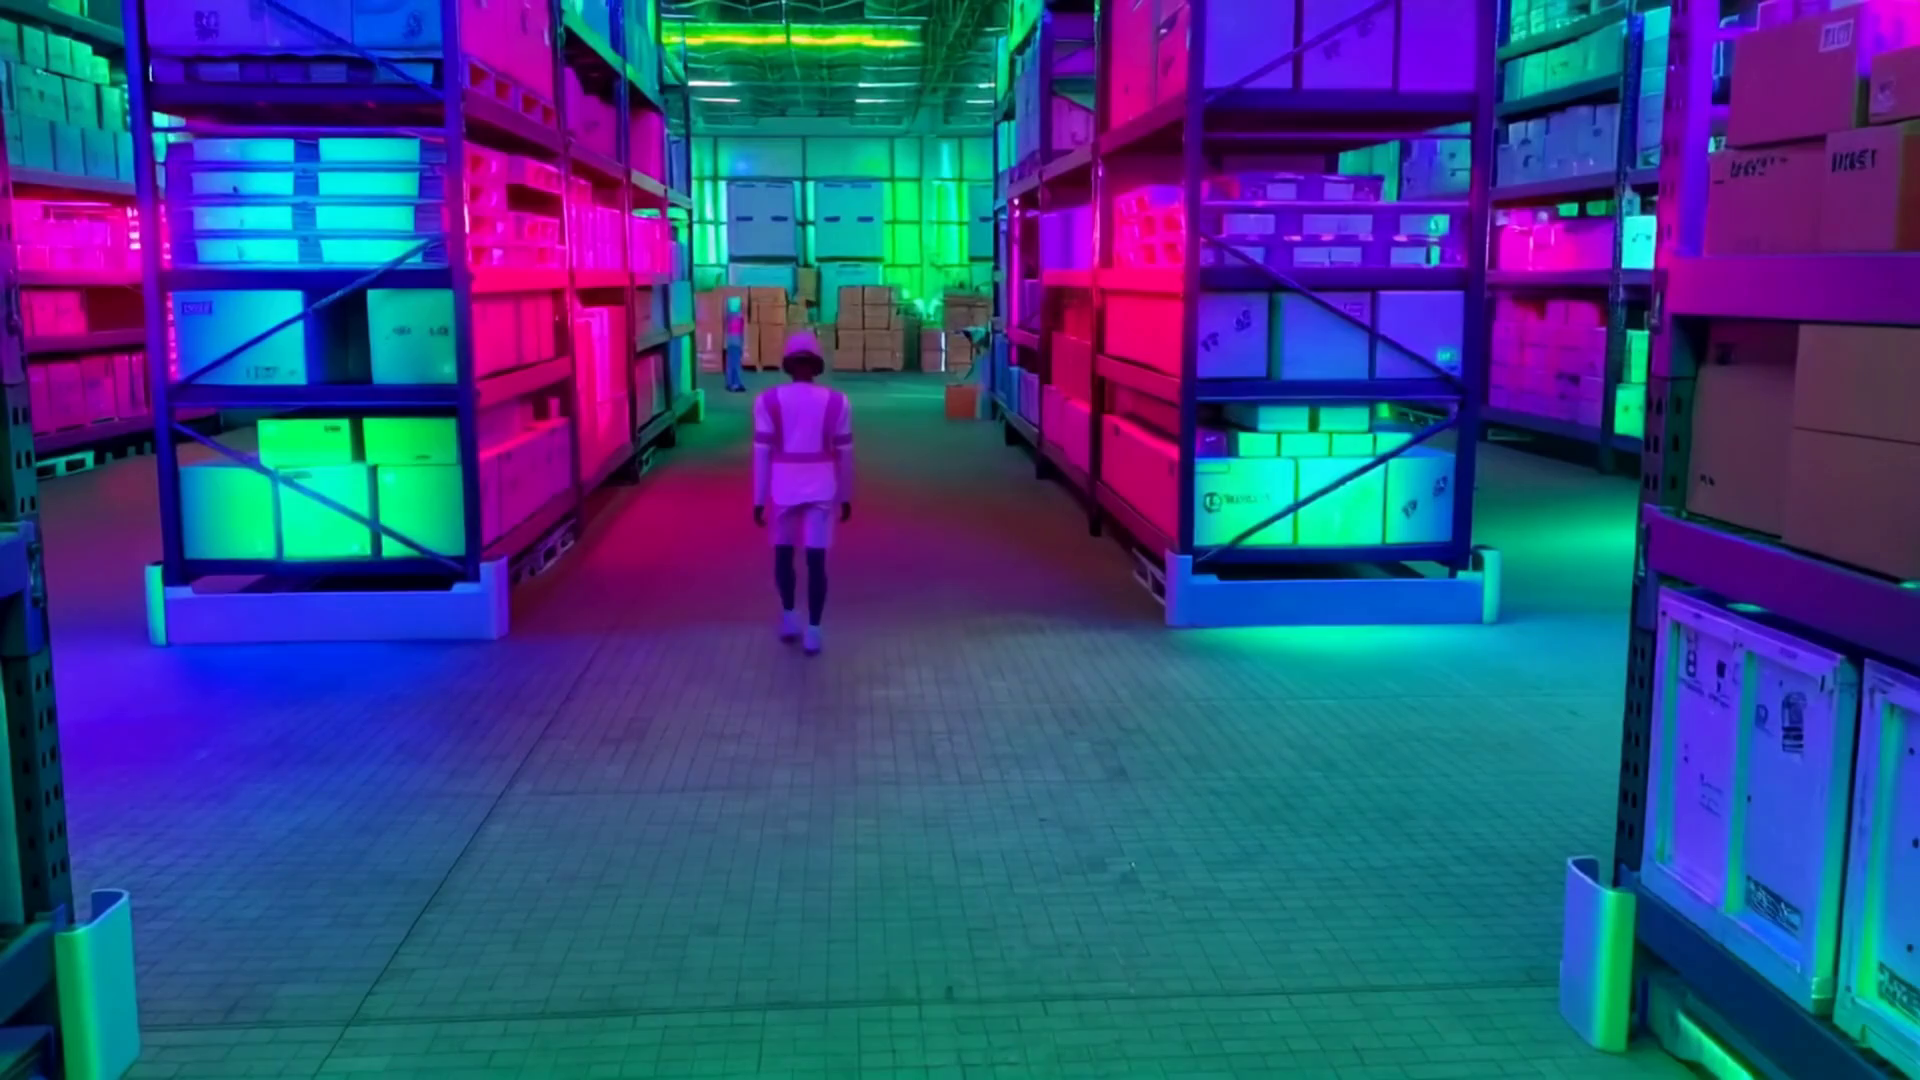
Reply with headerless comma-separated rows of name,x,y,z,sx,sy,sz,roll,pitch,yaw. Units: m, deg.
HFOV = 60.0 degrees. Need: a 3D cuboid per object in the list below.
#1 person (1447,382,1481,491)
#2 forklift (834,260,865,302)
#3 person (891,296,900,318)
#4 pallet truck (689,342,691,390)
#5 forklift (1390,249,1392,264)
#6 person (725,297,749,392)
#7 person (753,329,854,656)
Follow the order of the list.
person,5.525,-1.360,18.263,0.310,1.636,0.523,0,9,-3
forklift,-3.397,-7.253,51.372,1.129,2.768,1.873,-1,9,-4
person,-2.237,-7.623,57.591,0.309,1.636,0.526,1,9,5
pallet truck,-5.225,-3.008,27.480,1.885,1.965,0.823,2,9,14
forklift,7.783,-4.009,31.003,1.873,2.768,1.129,-1,9,-4
person,-4.530,-3.945,33.604,0.391,1.922,0.593,-4,10,-25
person,-0.983,-0.308,10.449,0.630,2.017,0.698,-1,9,-8
